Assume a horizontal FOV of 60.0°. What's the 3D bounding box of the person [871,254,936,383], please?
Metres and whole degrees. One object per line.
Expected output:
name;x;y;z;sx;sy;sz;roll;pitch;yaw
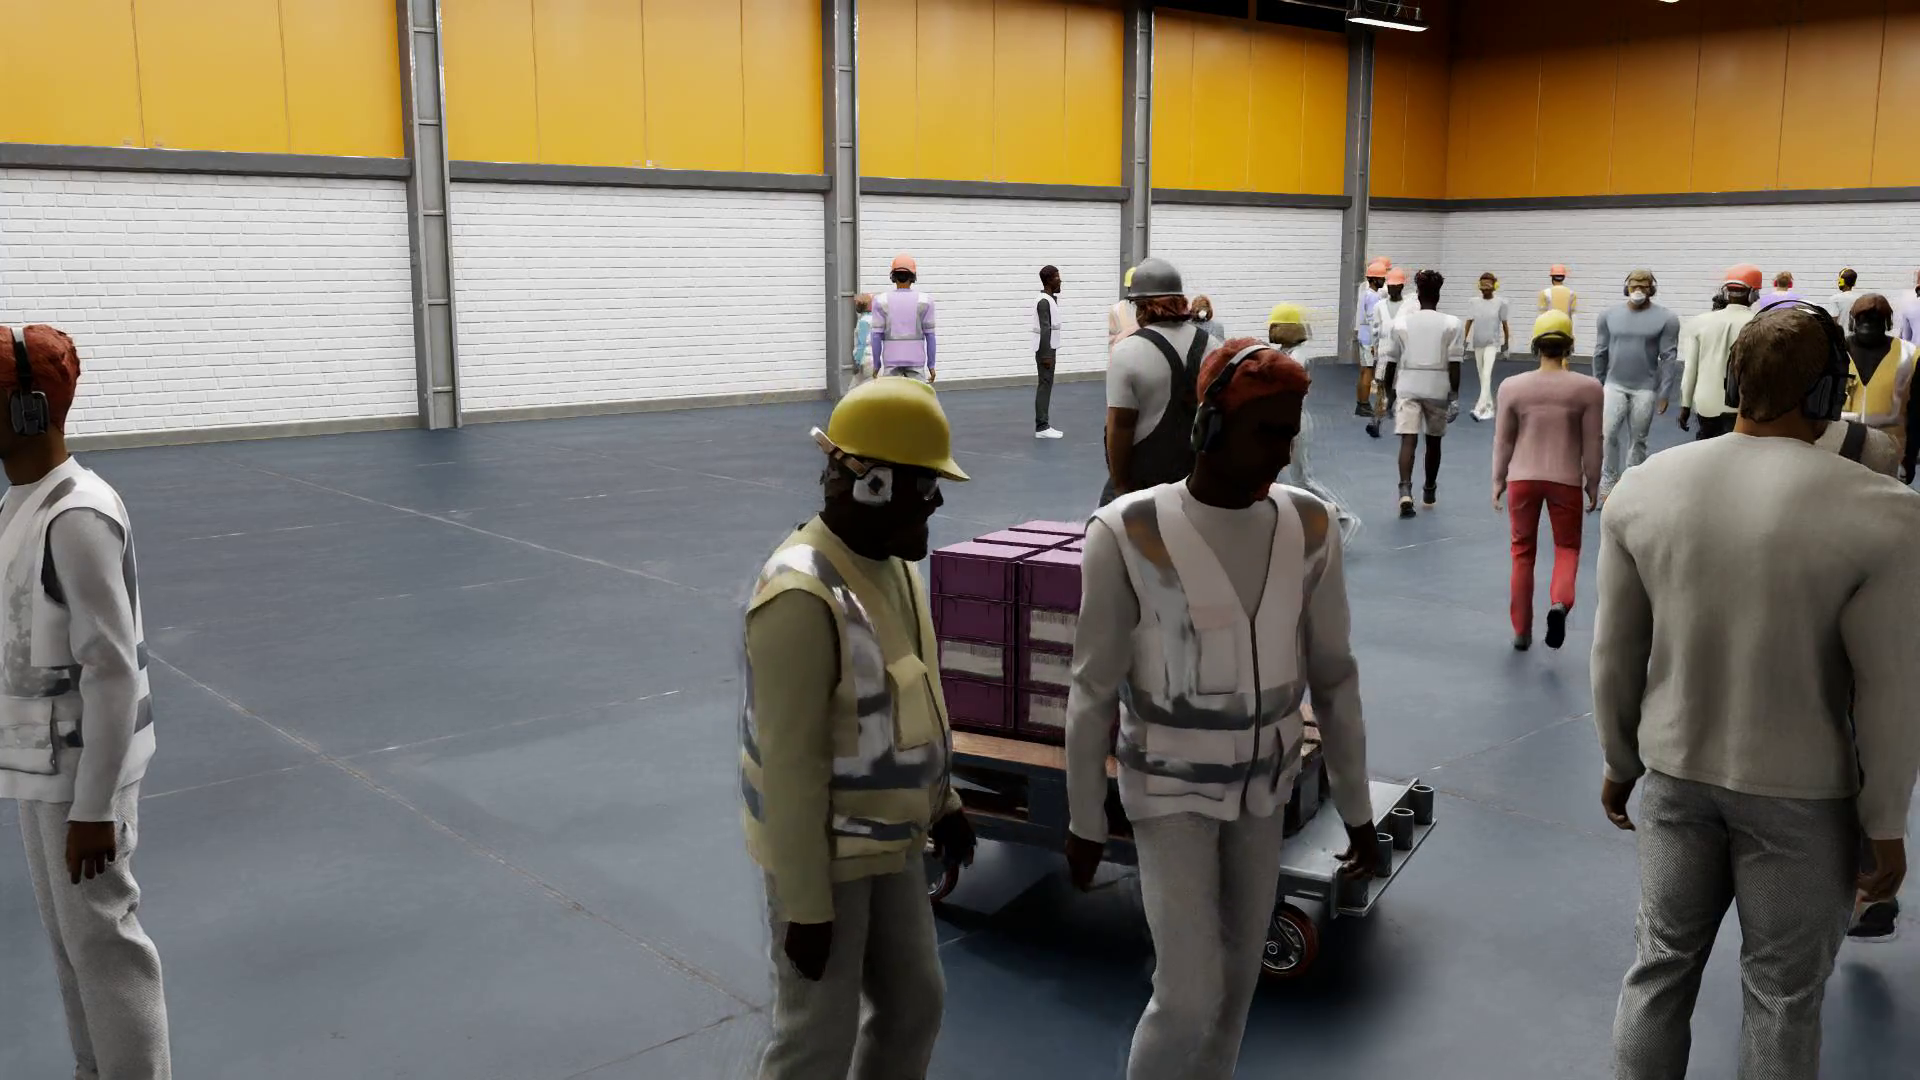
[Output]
person;-0.536;-1.704;15.919;0.615;2.038;0.395;0;10;-1

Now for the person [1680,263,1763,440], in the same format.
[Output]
person;5.450;-0.949;11.706;0.651;1.963;0.750;9;13;42

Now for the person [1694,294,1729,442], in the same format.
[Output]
person;7.374;-1.576;16.278;0.868;1.646;0.544;-1;10;-4

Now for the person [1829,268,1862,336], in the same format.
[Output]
person;11.047;-2.454;20.830;0.538;1.862;0.312;-2;10;-12

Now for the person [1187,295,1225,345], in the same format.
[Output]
person;2.522;-1.737;17.359;0.511;1.616;0.519;-1;10;-3

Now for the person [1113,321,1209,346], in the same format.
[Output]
person;1.194;-0.611;9.911;0.651;1.906;0.403;-2;10;-9

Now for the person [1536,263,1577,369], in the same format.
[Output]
person;8.503;-2.987;23.795;0.541;1.923;0.392;0;10;-2

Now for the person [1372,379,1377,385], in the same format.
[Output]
person;6.657;-3.265;26.236;0.313;1.638;0.513;0;10;0

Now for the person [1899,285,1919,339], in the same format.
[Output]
person;11.675;-2.275;20.285;0.559;1.679;0.534;-5;11;-25

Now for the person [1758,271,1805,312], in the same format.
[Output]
person;10.817;-2.631;21.953;0.574;1.830;0.462;5;11;29

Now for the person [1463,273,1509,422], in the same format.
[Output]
person;6.413;-2.355;20.403;0.507;1.815;0.978;8;13;40

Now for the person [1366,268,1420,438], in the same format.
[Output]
person;4.866;-2.092;18.658;0.563;1.878;1.032;6;11;30

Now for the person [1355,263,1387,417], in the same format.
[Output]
person;5.219;-2.525;21.026;0.364;1.935;0.553;0;10;2

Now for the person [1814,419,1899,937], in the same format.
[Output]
person;2.478;0.307;4.811;0.606;1.810;0.496;0;10;-2

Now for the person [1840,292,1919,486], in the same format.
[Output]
person;5.147;-0.501;9.520;0.630;1.827;0.604;5;11;28

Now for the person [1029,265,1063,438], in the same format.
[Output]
person;0.970;-2.101;18.592;0.384;1.921;0.596;1;10;5

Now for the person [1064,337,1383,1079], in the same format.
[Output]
person;0.518;0.529;3.345;0.594;1.864;0.431;-5;11;-26

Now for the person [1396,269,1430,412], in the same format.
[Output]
person;5.894;-2.553;21.456;0.488;1.853;0.366;-7;12;-37

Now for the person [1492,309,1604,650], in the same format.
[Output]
person;2.965;-0.283;8.432;0.538;1.754;0.534;4;11;23

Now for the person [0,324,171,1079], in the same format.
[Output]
person;-1.897;0.491;3.522;0.343;1.882;0.585;-8;13;-39

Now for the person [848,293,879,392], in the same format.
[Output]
person;-1.082;-2.071;19.365;0.851;1.596;0.530;0;10;1

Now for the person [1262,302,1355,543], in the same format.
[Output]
person;2.287;-0.757;11.306;0.773;1.719;0.488;-1;10;-7

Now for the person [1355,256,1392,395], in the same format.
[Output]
person;6.208;-3.140;24.419;0.642;2.000;0.967;9;13;42

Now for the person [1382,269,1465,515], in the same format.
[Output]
person;3.640;-1.164;13.120;0.609;1.928;0.973;3;10;19

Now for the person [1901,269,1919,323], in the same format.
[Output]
person;12.274;-2.574;21.445;0.647;1.888;0.648;2;10;10

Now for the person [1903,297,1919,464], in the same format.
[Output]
person;9.523;-1.686;16.215;0.936;1.900;0.638;-8;13;-40

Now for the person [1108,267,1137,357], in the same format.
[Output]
person;1.731;-1.724;16.402;0.612;1.910;0.420;4;10;20

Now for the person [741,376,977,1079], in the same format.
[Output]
person;-0.203;0.583;3.272;0.466;1.789;0.640;3;10;18

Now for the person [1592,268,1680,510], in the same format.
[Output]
person;5.273;-1.165;13.093;0.642;1.916;0.804;5;11;29

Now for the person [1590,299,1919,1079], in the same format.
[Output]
person;1.576;0.495;3.338;0.352;1.937;0.635;-8;13;-41

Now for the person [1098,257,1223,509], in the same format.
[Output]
person;0.944;-0.339;7.927;0.689;2.000;0.539;-4;11;-24
